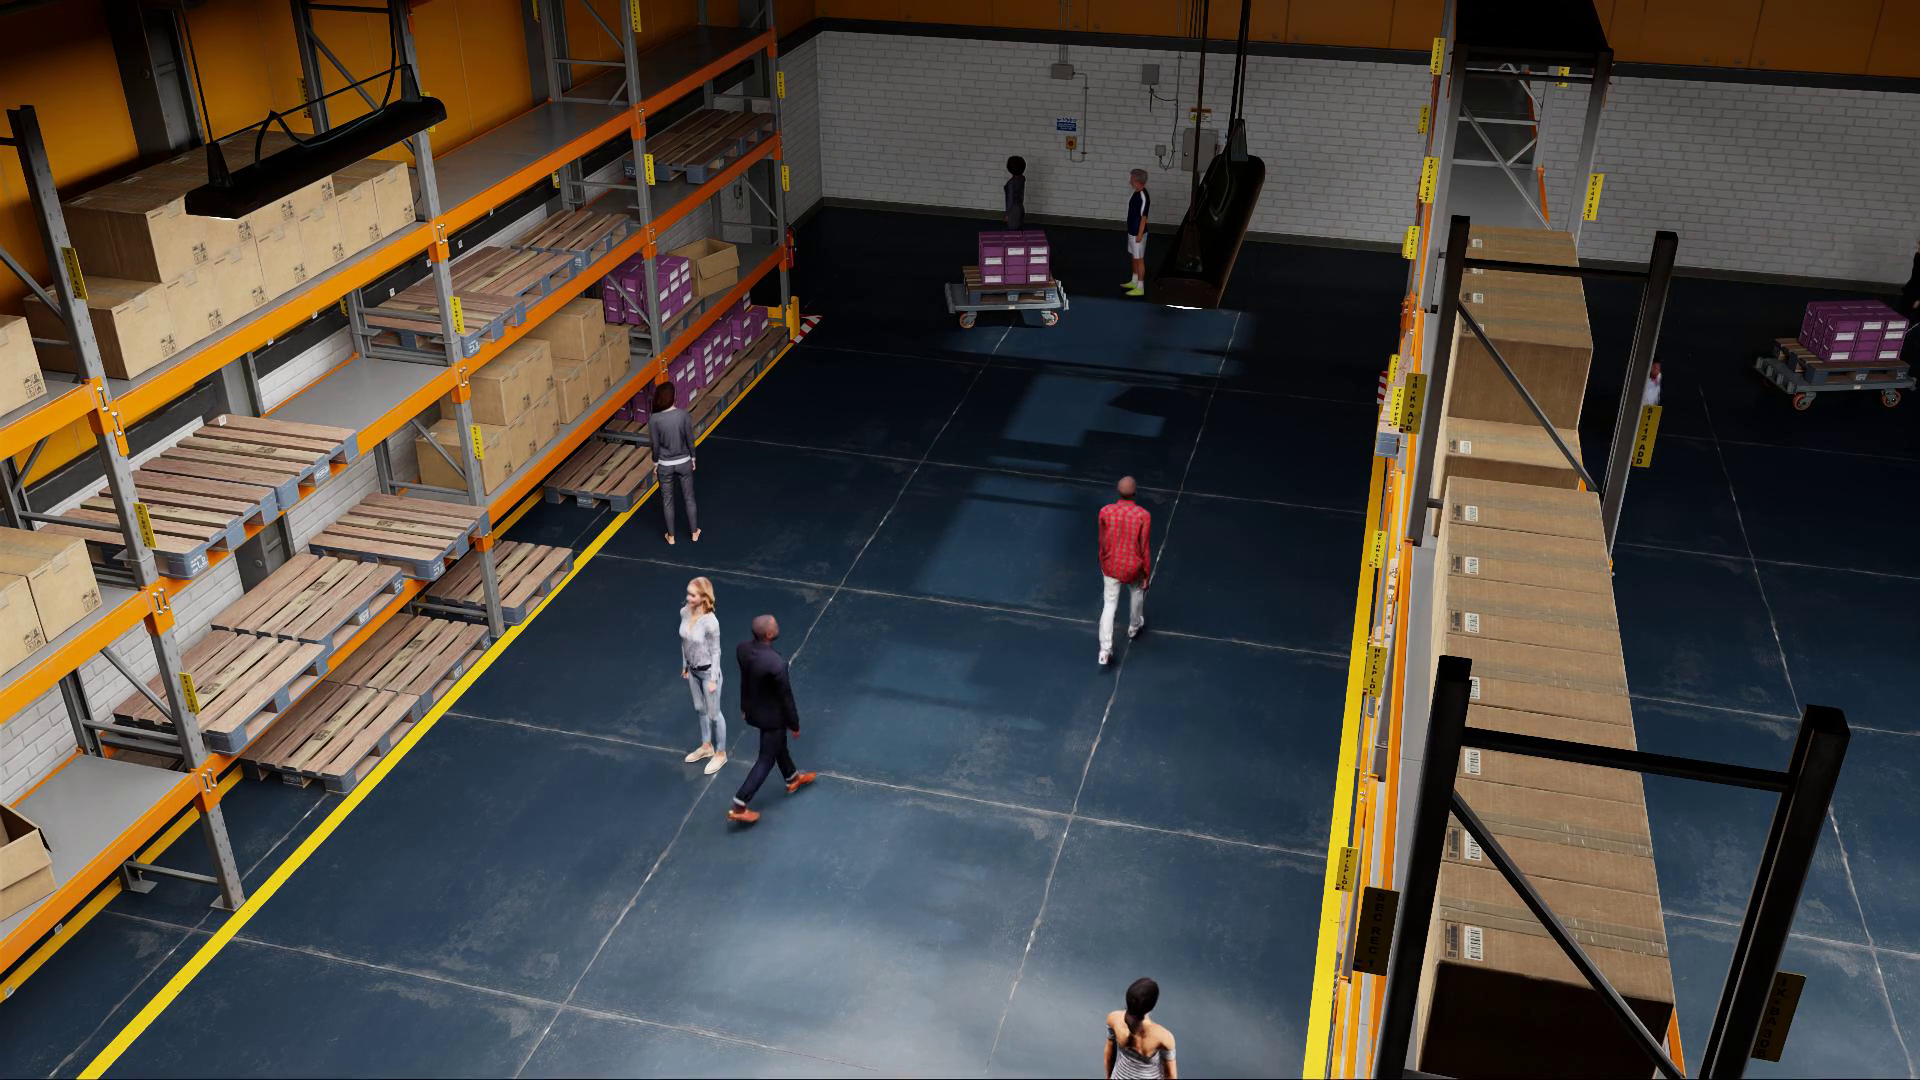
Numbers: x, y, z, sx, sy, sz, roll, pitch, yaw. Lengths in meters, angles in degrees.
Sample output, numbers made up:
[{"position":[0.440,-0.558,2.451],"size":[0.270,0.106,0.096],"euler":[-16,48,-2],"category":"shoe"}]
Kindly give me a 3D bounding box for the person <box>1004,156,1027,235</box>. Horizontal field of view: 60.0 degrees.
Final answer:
[{"position":[0.817,-4.846,24.668],"size":[0.714,1.710,0.557],"euler":[18,33,29],"category":"person"}]

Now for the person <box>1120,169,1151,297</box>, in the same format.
[{"position":[2.536,-4.409,23.739],"size":[0.772,1.832,0.634],"euler":[-4,29,-7],"category":"person"}]

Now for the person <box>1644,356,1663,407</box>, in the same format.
[{"position":[7.834,-1.565,19.131],"size":[0.629,1.252,0.695],"euler":[-11,31,-19],"category":"person"}]

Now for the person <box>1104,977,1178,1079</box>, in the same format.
[{"position":[1.019,3.265,9.682],"size":[0.651,1.822,0.603],"euler":[15,32,25],"category":"person"}]

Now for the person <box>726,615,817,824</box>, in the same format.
[{"position":[-1.584,1.431,13.086],"size":[1.297,1.780,1.141],"euler":[-22,35,-34],"category":"person"}]

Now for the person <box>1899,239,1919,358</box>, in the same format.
[{"position":[12.318,-3.174,21.616],"size":[0.743,1.698,0.628],"euler":[0,29,0],"category":"person"}]

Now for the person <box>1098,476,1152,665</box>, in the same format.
[{"position":[1.459,0.293,15.168],"size":[0.768,1.785,1.223],"euler":[10,30,18],"category":"person"}]

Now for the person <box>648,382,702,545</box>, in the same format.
[{"position":[-2.951,-0.798,17.185],"size":[0.683,1.770,0.678],"euler":[-7,29,-12],"category":"person"}]

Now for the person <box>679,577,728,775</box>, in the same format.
[{"position":[-2.111,1.093,13.692],"size":[0.668,1.795,0.669],"euler":[24,36,36],"category":"person"}]
